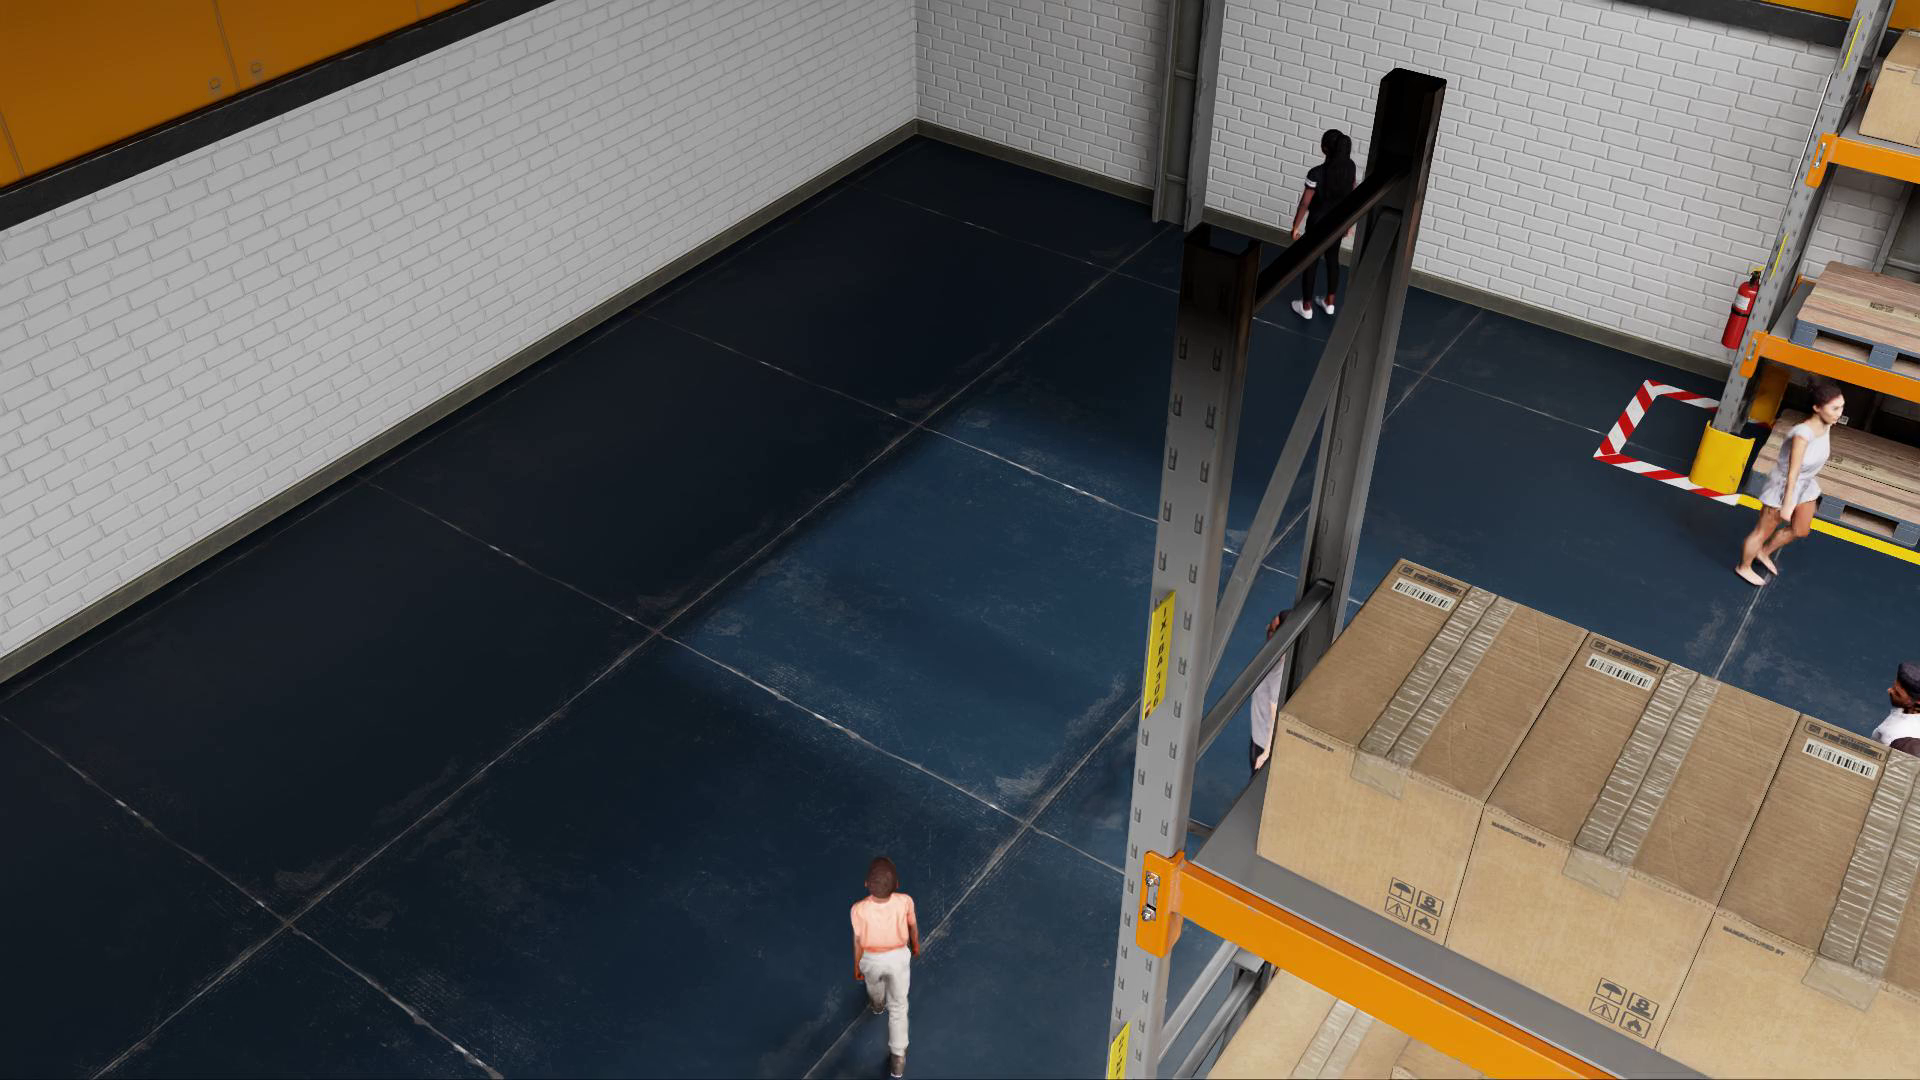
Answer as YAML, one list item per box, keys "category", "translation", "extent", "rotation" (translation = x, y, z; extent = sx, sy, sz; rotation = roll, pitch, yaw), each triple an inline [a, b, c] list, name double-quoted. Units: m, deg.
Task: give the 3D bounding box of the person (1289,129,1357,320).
- category: "person"
  translation: [3.076, -2.609, 13.916]
  extent: [0.774, 1.728, 0.810]
  rotation: [-12, 40, -15]

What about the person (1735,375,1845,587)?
- category: "person"
  translation: [5.545, -0.399, 11.252]
  extent: [0.653, 1.599, 0.673]
  rotation: [-22, 43, -25]

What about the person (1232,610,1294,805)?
- category: "person"
  translation: [1.765, 1.061, 9.299]
  extent: [0.653, 1.754, 0.687]
  rotation: [11, 40, 14]

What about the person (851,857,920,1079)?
- category: "person"
  translation: [-0.371, 2.135, 8.323]
  extent: [0.877, 1.295, 0.903]
  rotation: [-3, 39, -3]
